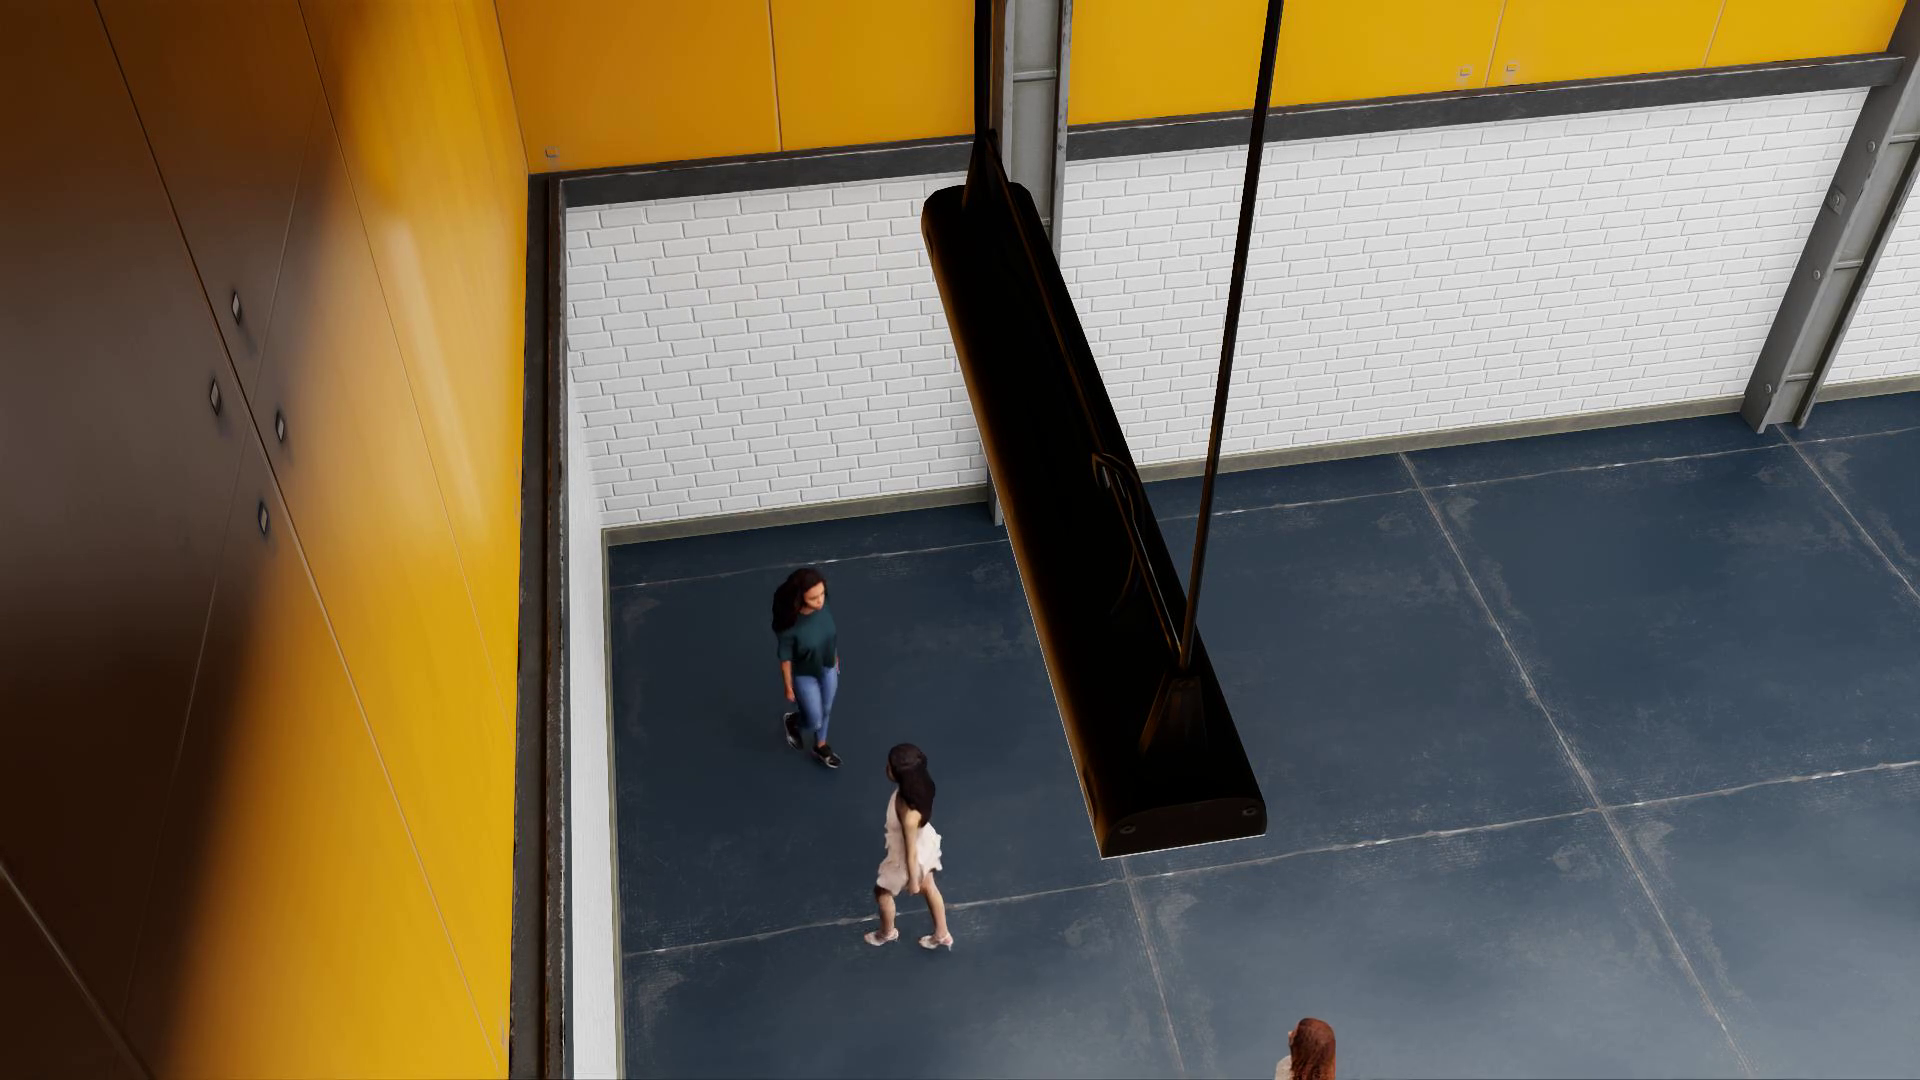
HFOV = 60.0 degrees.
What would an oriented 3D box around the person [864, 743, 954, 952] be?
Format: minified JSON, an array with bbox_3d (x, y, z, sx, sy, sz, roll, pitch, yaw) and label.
[{"bbox_3d":[-0.171,1.705,8.945,0.831,1.715,0.725,8,44,8],"label":"person"}]

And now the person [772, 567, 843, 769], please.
[{"bbox_3d":[-0.949,0.743,10.029,0.824,1.612,0.765,33,53,30],"label":"person"}]
